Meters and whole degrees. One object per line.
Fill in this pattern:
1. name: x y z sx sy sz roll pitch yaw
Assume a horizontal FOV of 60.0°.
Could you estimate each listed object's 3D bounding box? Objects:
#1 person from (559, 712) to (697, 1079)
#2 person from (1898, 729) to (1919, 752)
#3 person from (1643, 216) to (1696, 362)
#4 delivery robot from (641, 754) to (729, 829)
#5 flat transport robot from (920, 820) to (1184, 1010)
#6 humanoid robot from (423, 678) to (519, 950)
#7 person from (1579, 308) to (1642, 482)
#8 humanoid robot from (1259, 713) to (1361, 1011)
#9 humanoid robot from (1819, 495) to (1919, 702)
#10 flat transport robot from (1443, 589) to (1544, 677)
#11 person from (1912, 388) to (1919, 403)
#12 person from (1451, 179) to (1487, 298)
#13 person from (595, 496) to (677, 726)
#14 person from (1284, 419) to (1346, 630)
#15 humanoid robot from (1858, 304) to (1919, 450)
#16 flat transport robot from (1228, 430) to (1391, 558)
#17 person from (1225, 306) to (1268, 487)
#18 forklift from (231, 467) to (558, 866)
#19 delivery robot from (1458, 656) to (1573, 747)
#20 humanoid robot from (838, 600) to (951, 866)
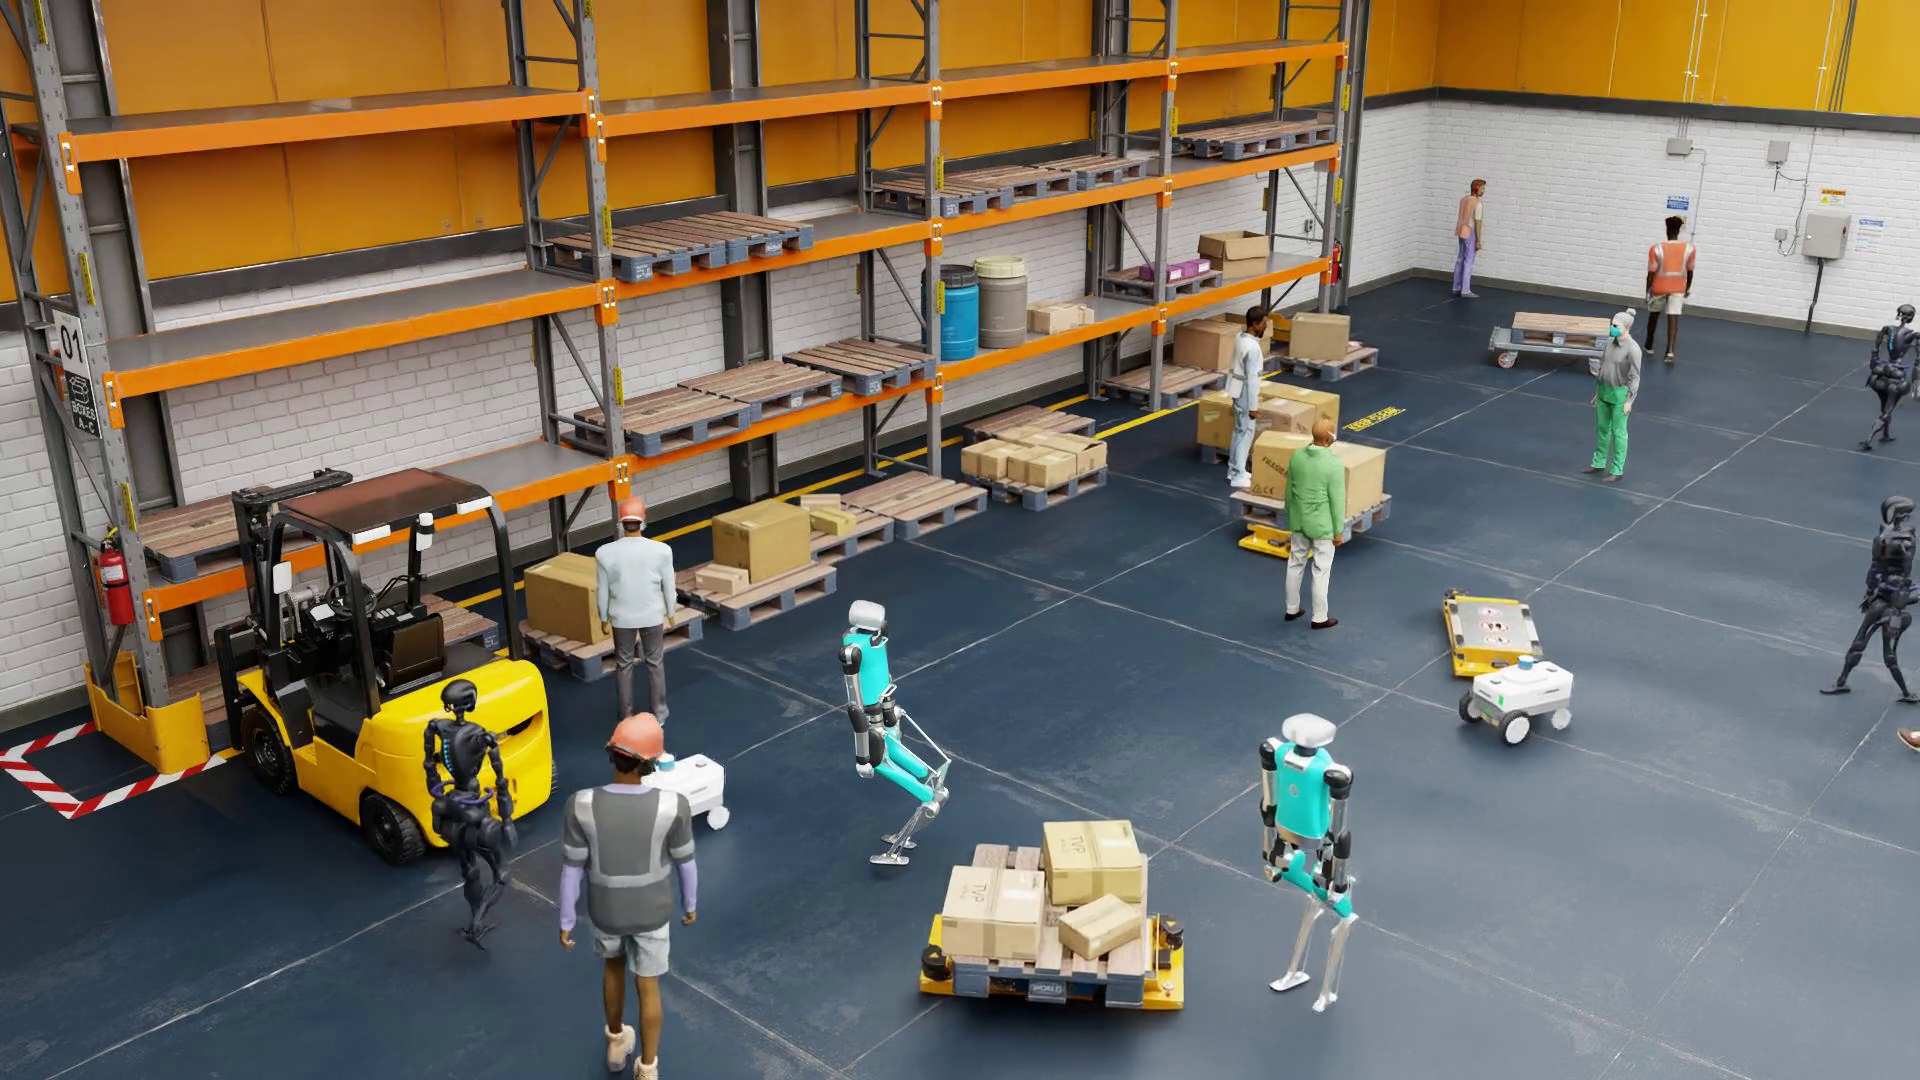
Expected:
1. person: -1.629 1.785 8.218 0.682 1.997 0.657 -2 20 -4
2. person: 7.124 0.746 11.336 0.982 1.786 0.500 16 26 37
3. person: 9.512 -3.379 22.323 0.614 1.924 0.977 6 21 15
4. delivery robot: -1.882 1.668 10.627 0.788 0.601 0.499 -17 26 -39
5. flat transport robot: 0.528 2.311 9.288 1.431 0.231 0.659 2 20 7
6. humanoid robot: -2.809 1.555 9.319 0.601 1.645 0.474 8 22 21
7. person: 6.851 -1.523 17.406 0.325 1.838 0.524 -7 22 -19
8. humanoid robot: 1.932 1.677 8.857 0.710 1.753 0.530 -19 27 -41
9. humanoid robot: 6.901 0.456 12.358 0.695 1.635 0.608 2 20 5
10. flat transport robot: 4.303 0.768 13.471 0.659 0.231 1.431 4 21 11
11. person: 11.830 -2.410 19.788 0.421 1.861 0.613 0 20 -1
12. person: 7.982 -4.733 26.108 0.383 1.836 0.567 -5 21 -13
13. person: -2.330 0.522 12.009 0.572 1.742 0.352 -4 21 -10
14. person: 2.930 -0.134 13.729 0.384 1.782 0.551 -19 27 -41
15. humanoid robot: 10.372 -1.818 18.526 0.782 1.631 0.616 -11 23 -27
16. flat transport robot: 3.324 -0.126 15.893 0.659 0.231 1.431 16 26 37
17. person: 2.951 -1.483 17.209 0.398 1.907 0.600 -1 20 -3
18. forklift: -3.730 0.710 10.856 2.313 2.155 1.214 17 26 38
19. delivery robot: 4.062 1.127 12.066 0.762 0.582 0.499 -9 22 -22
20. humanoid robot: -0.334 1.187 10.015 0.735 1.681 0.533 7 21 18
